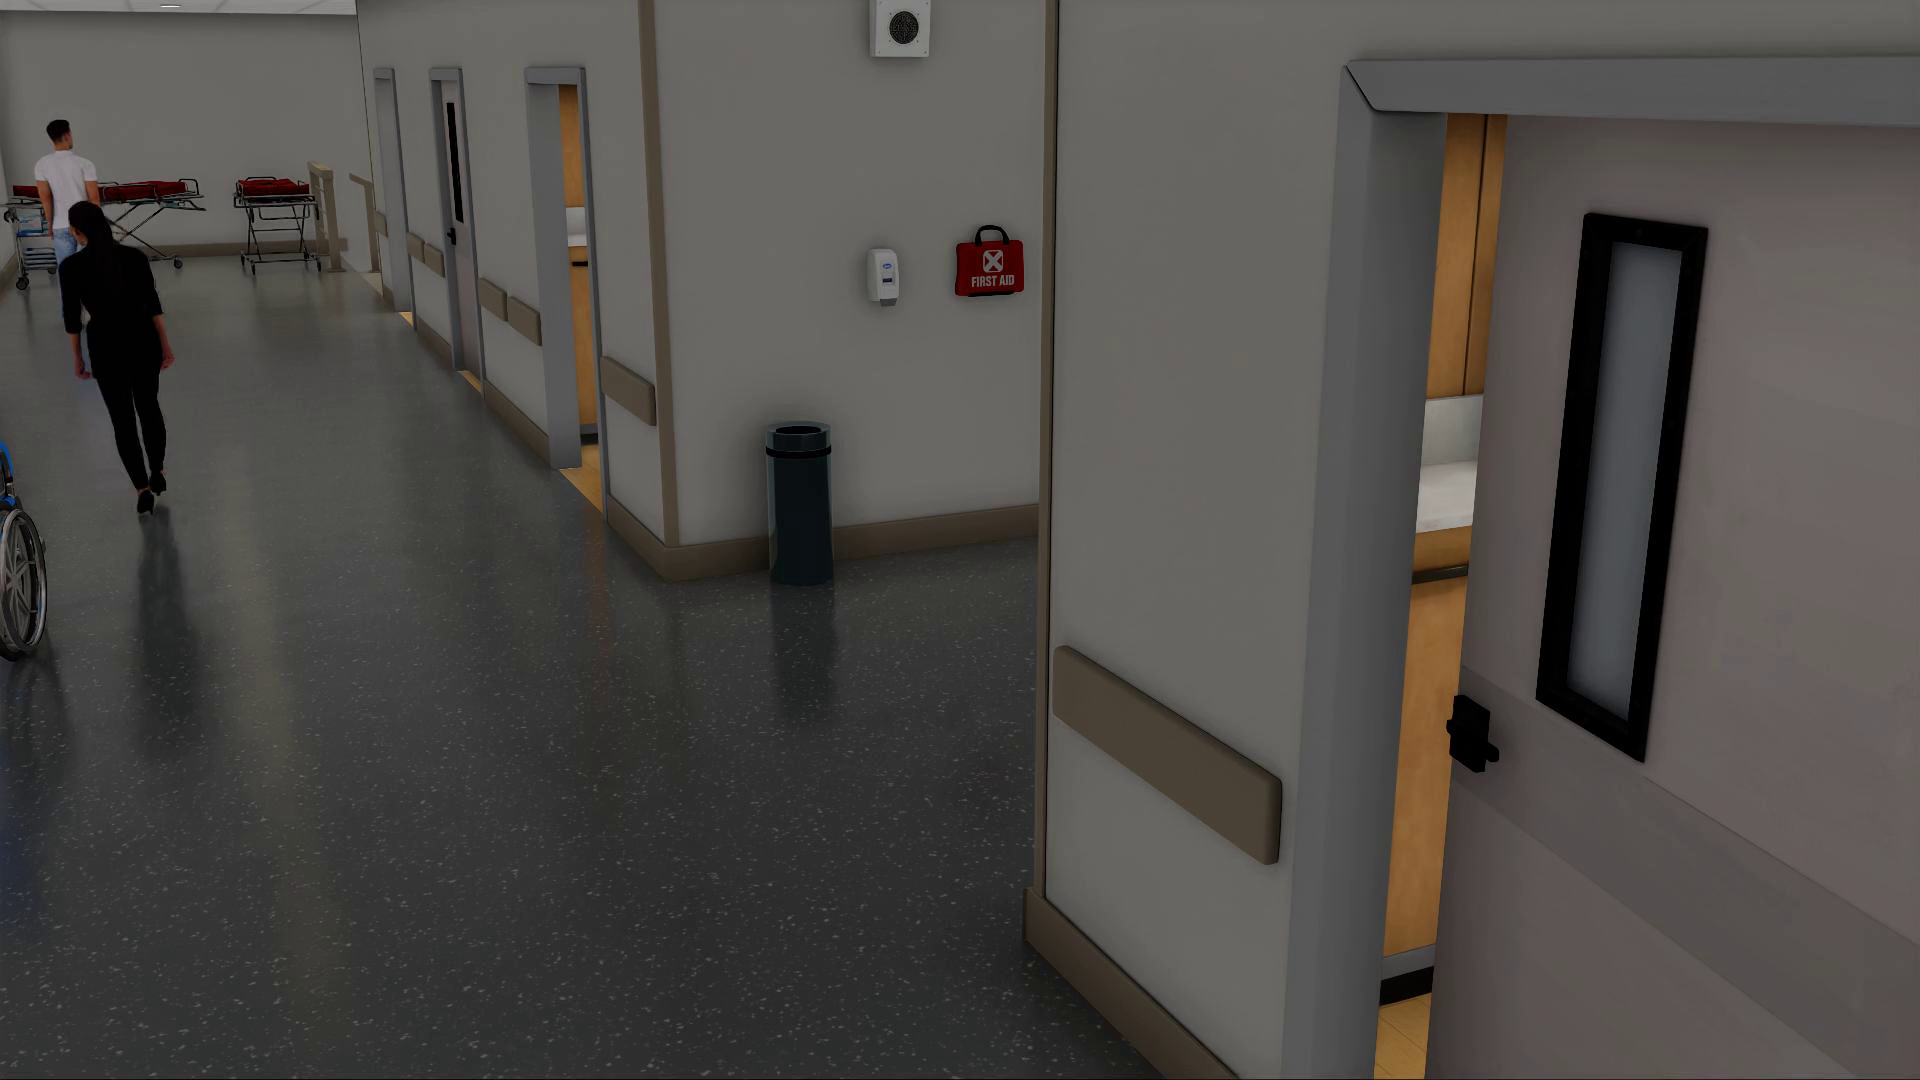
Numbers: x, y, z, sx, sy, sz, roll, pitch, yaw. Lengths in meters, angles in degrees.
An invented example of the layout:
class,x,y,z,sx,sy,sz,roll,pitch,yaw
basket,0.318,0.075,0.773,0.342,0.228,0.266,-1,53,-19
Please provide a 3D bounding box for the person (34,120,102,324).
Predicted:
class,x,y,z,sx,sy,sz,roll,pitch,yaw
person,-8.151,-2.913,15.319,0.735,1.861,0.675,-2,16,-8

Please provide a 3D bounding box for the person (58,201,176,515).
class,x,y,z,sx,sy,sz,roll,pitch,yaw
person,-4.369,-0.935,8.750,0.738,1.620,0.854,-11,19,-33
